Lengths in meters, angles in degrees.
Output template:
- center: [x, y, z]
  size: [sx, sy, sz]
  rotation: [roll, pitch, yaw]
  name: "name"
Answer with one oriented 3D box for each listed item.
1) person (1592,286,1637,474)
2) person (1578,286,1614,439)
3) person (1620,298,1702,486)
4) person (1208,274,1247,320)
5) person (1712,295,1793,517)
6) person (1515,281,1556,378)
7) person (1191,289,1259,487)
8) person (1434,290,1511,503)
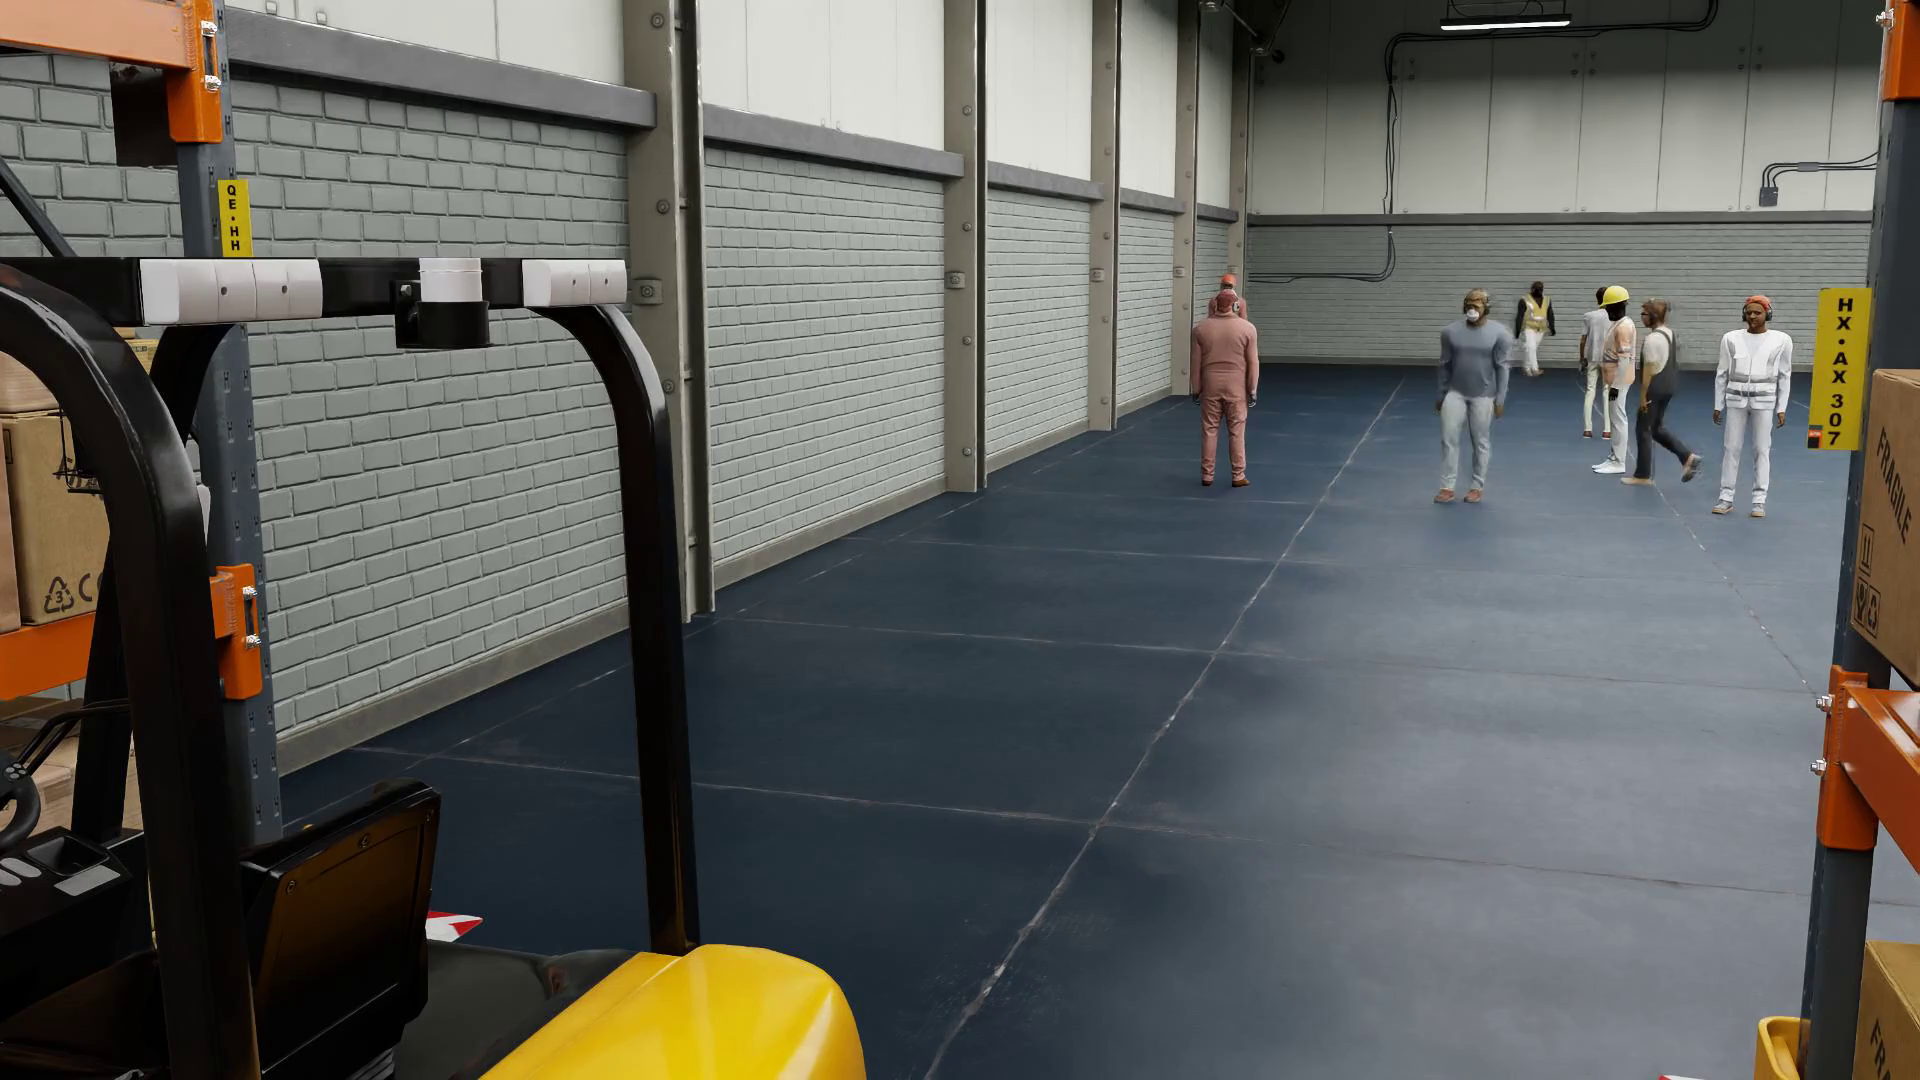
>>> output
- center: [6.701, -1.631, 17.021]
  size: [0.382, 1.917, 0.585]
  rotation: [3, 10, 19]
  name: "person"
- center: [7.840, -2.164, 20.357]
  size: [0.521, 1.864, 0.336]
  rotation: [8, 12, 38]
  name: "person"
- center: [6.729, -1.393, 15.903]
  size: [0.519, 1.825, 0.644]
  rotation: [-9, 13, -43]
  name: "person"
- center: [4.203, -3.194, 26.174]
  size: [0.614, 1.971, 0.508]
  rotation: [2, 10, 12]
  name: "person"
- center: [6.745, -1.141, 14.198]
  size: [0.584, 1.882, 0.345]
  rotation: [7, 12, 34]
  name: "person"
- center: [10.763, -3.920, 31.023]
  size: [0.626, 1.787, 0.959]
  rotation: [-3, 10, -15]
  name: "person"
- center: [2.558, -1.460, 16.038]
  size: [0.652, 1.904, 0.404]
  rotation: [3, 10, 19]
  name: "person"
- center: [4.513, -1.256, 14.792]
  size: [0.667, 1.909, 0.813]
  rotation: [6, 11, 32]
  name: "person"
